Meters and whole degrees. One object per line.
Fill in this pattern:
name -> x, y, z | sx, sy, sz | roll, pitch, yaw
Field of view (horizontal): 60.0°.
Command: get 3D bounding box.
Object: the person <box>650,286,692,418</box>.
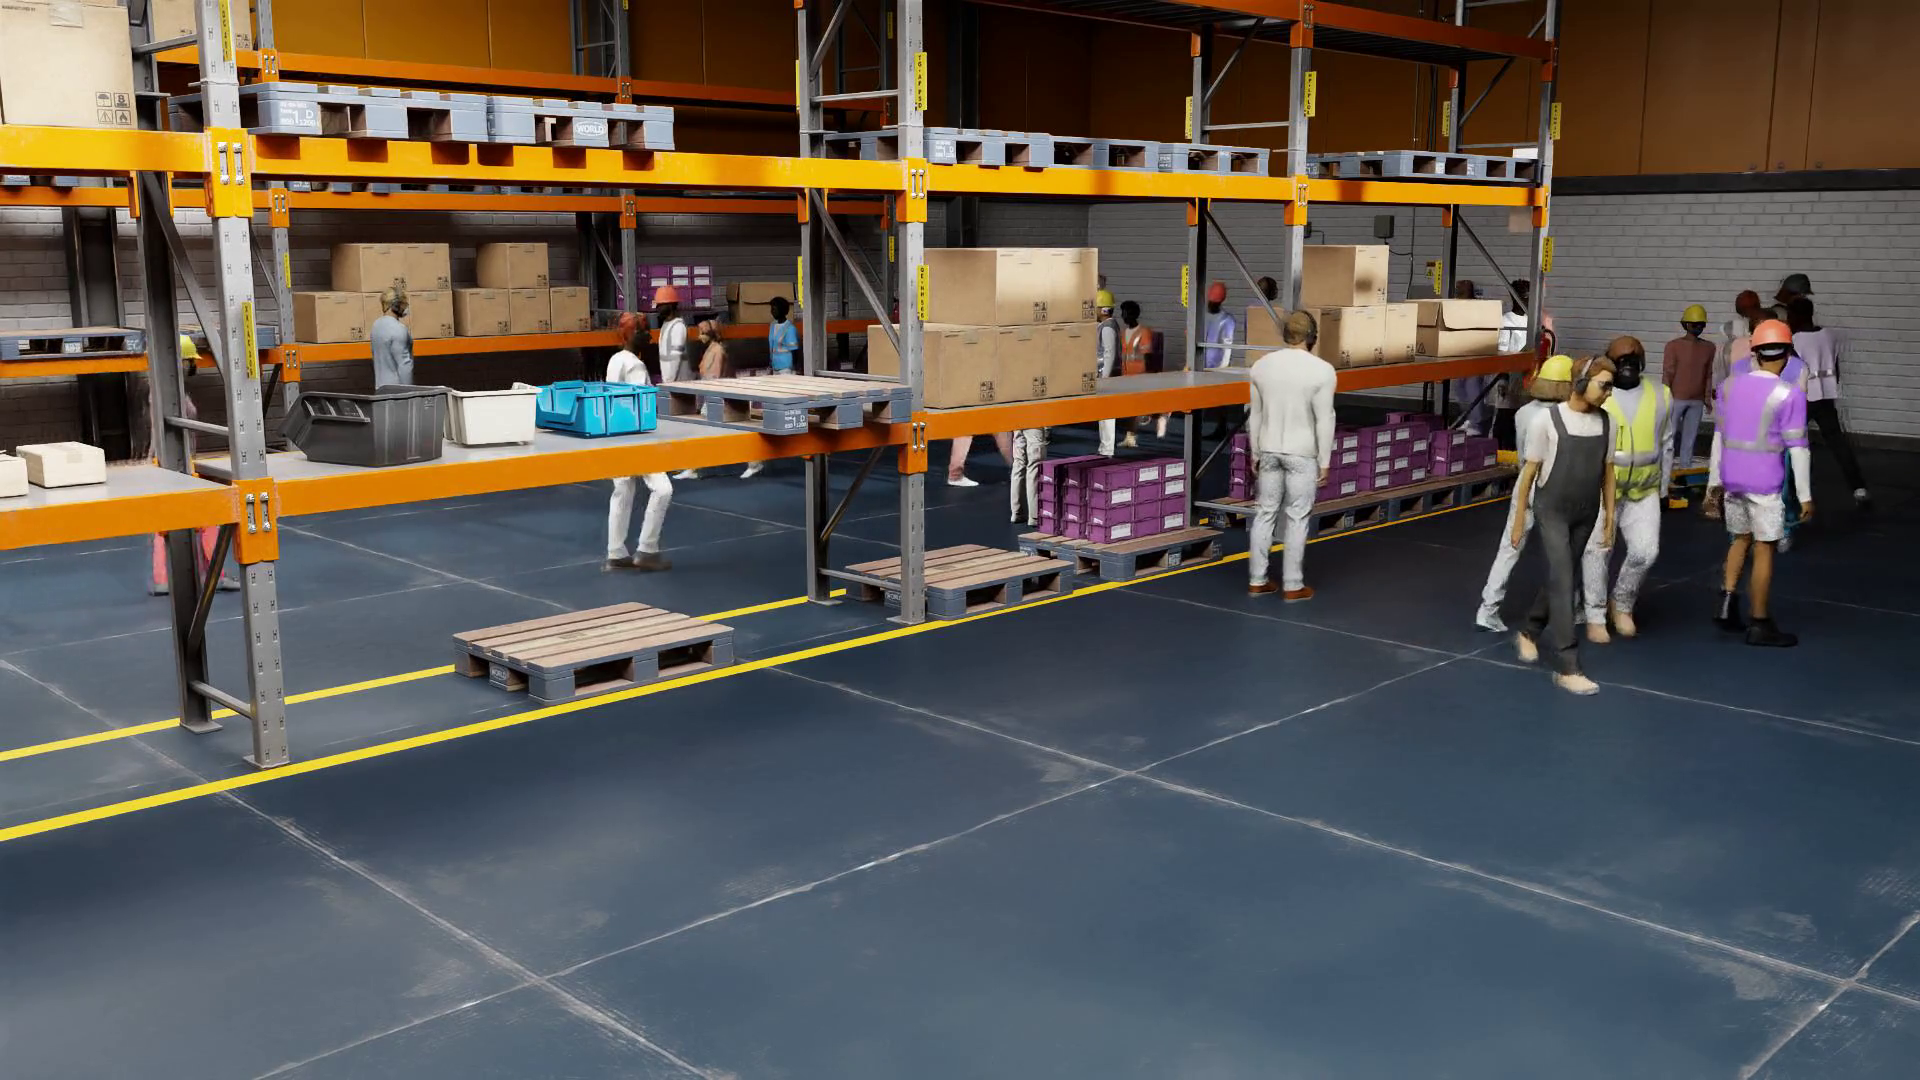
person -> -2.996, -1.659, 17.118 | 0.979, 1.881, 0.567 | -5, 12, -27

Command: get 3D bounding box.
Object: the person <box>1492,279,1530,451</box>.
person -> 5.669, -1.678, 16.999 | 0.604, 1.966, 0.367 | -10, 15, -44

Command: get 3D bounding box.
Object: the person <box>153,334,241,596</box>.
person -> -5.120, -0.497, 11.133 | 0.709, 1.741, 0.541 | -6, 12, -29

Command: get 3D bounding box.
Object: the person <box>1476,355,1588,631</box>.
person -> 3.530, -0.273, 10.123 | 0.905, 1.703, 0.489 | -7, 12, -32

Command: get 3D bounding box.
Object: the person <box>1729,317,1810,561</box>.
person -> 5.988, -0.745, 12.336 | 0.587, 1.819, 0.854 | 10, 14, 42

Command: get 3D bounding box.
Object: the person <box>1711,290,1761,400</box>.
person -> 7.907, -1.583, 16.759 | 0.596, 1.862, 0.709 | 3, 11, 18

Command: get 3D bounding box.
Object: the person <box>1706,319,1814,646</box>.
person -> 4.711, -0.330, 9.775 | 0.400, 1.914, 0.640 | -5, 11, -24

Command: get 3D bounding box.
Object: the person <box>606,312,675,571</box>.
person -> -2.297, -0.693, 11.919 | 0.603, 1.865, 0.589 | -7, 12, -33

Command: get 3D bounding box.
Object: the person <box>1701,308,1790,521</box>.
person -> 6.639, -1.050, 14.014 | 0.884, 1.814, 0.616 | -9, 14, -41

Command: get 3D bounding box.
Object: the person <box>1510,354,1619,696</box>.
person -> 3.282, -0.129, 9.066 | 0.537, 1.791, 0.964 | -2, 11, -11

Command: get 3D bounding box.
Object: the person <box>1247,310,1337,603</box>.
person -> 2.180, -0.543, 10.967 | 0.630, 1.924, 0.410 | 8, 13, 39

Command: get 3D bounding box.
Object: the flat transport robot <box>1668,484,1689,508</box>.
flat transport robot -> 5.917, -0.488, 15.133 | 0.652, 0.197, 1.431 | -2, 11, -9

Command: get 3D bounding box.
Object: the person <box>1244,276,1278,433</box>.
person -> 3.476, -2.045, 19.076 | 0.372, 1.940, 0.630 | -4, 11, -19

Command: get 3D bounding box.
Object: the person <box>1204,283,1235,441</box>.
person -> 2.866, -2.029, 19.190 | 0.616, 1.861, 0.970 | 7, 13, 35

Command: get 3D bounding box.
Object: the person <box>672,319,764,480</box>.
person -> -2.364, -1.376, 16.379 | 0.887, 1.592, 0.523 | -4, 11, -22

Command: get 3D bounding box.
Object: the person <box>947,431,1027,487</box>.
person -> 0.320, -1.427, 15.924 | 0.965, 1.863, 0.646 | -4, 11, -20

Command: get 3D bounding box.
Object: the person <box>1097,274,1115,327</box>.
person -> 1.831, -2.788, 23.314 | 0.663, 1.869, 0.557 | -3, 11, -13

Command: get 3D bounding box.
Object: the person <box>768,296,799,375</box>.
person -> -2.099, -2.062, 19.860 | 0.322, 1.695, 0.551 | -7, 13, -35

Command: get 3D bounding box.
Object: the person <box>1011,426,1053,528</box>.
person -> 0.597, -0.925, 13.780 | 0.312, 1.639, 0.520 | -7, 12, -32

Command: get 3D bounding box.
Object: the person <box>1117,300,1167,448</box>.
person -> 2.047, -1.887, 18.916 | 0.541, 1.674, 0.563 | -7, 13, -35

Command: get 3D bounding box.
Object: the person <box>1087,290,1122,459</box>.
person -> 1.511, -1.724, 17.615 | 0.404, 1.828, 0.600 | 1, 10, 3

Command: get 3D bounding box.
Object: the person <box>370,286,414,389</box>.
person -> -5.178, -1.354, 15.309 | 0.372, 1.940, 0.632 | -9, 14, -41

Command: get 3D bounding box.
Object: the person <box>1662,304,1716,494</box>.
person -> 6.802, -1.312, 15.548 | 0.526, 1.769, 0.330 | -2, 11, -11

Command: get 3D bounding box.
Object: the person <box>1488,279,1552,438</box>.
person -> 5.956, -1.805, 17.759 | 0.630, 1.932, 1.045 | 9, 14, 41

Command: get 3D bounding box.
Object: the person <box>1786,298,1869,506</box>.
person -> 7.705, -1.222, 14.842 | 0.629, 1.861, 0.885 | -4, 11, -20

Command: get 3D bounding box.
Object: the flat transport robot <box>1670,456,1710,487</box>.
flat transport robot -> 6.874, -0.642, 15.972 | 1.431, 0.197, 0.652 | -6, 12, -29

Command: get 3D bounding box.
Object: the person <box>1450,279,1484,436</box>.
person -> 6.095, -2.175, 19.945 | 0.491, 1.879, 0.653 | 1, 10, 5

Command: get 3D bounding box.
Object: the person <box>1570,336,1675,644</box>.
person -> 3.876, -0.289, 9.807 | 0.645, 1.824, 0.455 | 1, 10, 5

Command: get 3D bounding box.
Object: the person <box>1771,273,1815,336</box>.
person -> 8.523, -1.739, 17.128 | 0.539, 2.000, 0.708 | 7, 12, 32
